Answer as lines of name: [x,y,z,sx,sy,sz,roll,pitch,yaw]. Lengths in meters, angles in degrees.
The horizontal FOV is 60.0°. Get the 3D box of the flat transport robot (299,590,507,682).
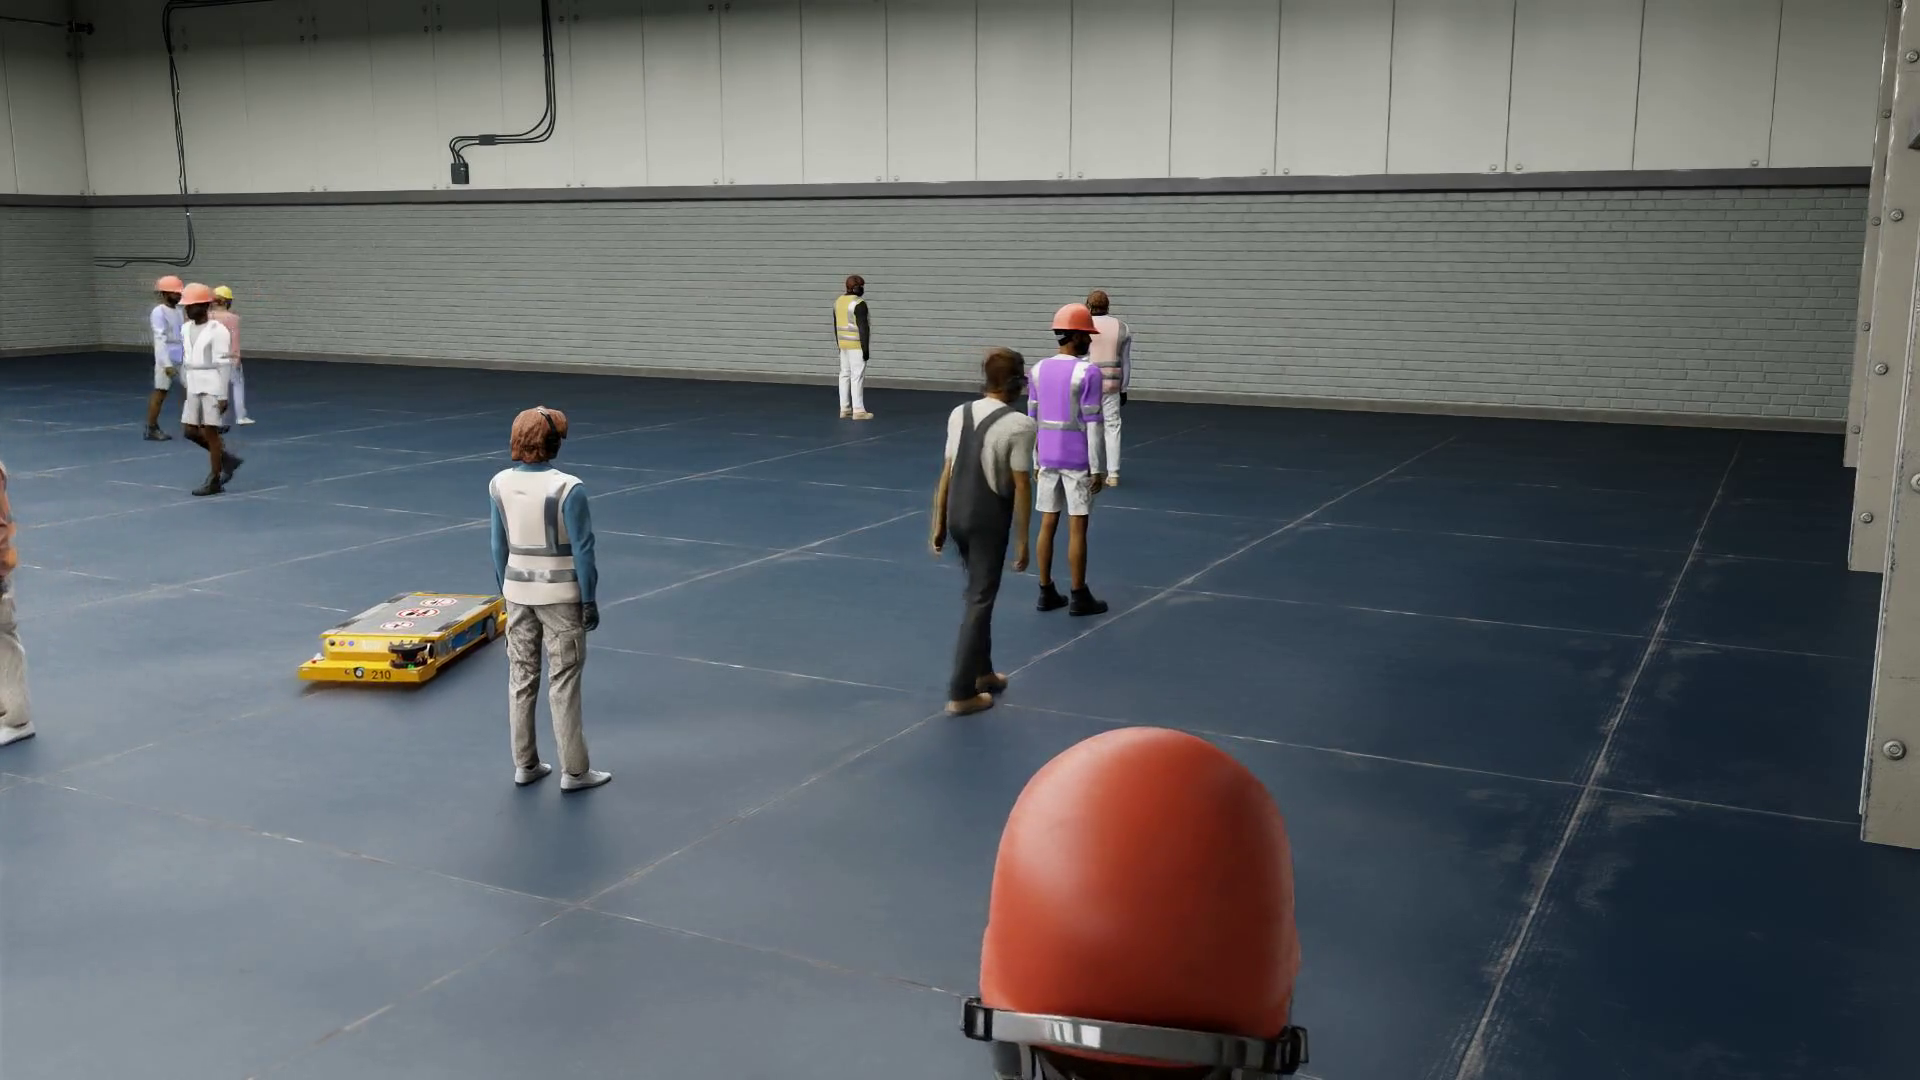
flat transport robot: [-3.062,0.520,9.337,0.652,0.197,1.431,1,10,5]

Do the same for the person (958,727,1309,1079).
person: [0.132,1.121,1.344,0.622,1.996,0.369,7,12,33]

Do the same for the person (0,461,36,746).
person: [-4.530,0.138,7.695,0.520,1.638,0.311,10,14,42]

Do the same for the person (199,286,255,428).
person: [-9.089,-2.244,20.415,0.530,1.737,0.808,3,11,16]

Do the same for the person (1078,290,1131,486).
person: [1.280,-1.409,15.569,0.626,1.843,0.430,-2,11,-13]

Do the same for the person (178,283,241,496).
person: [-6.830,-1.370,15.128,0.563,1.924,0.493,5,11,24]

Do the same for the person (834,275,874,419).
person: [-1.353,-2.474,21.381,0.429,1.842,0.633,-8,13,-37]

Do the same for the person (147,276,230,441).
person: [-8.936,-2.061,19.003,0.977,1.880,0.579,1,10,7]

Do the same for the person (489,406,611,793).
person: [-1.750,0.257,7.037,0.511,1.641,0.307,5,11,24]

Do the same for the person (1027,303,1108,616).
person: [0.675,-0.497,10.343,0.547,1.934,0.376,9,14,40]

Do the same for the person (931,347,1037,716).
person: [0.152,-0.050,8.276,0.539,1.801,0.696,9,14,41]
